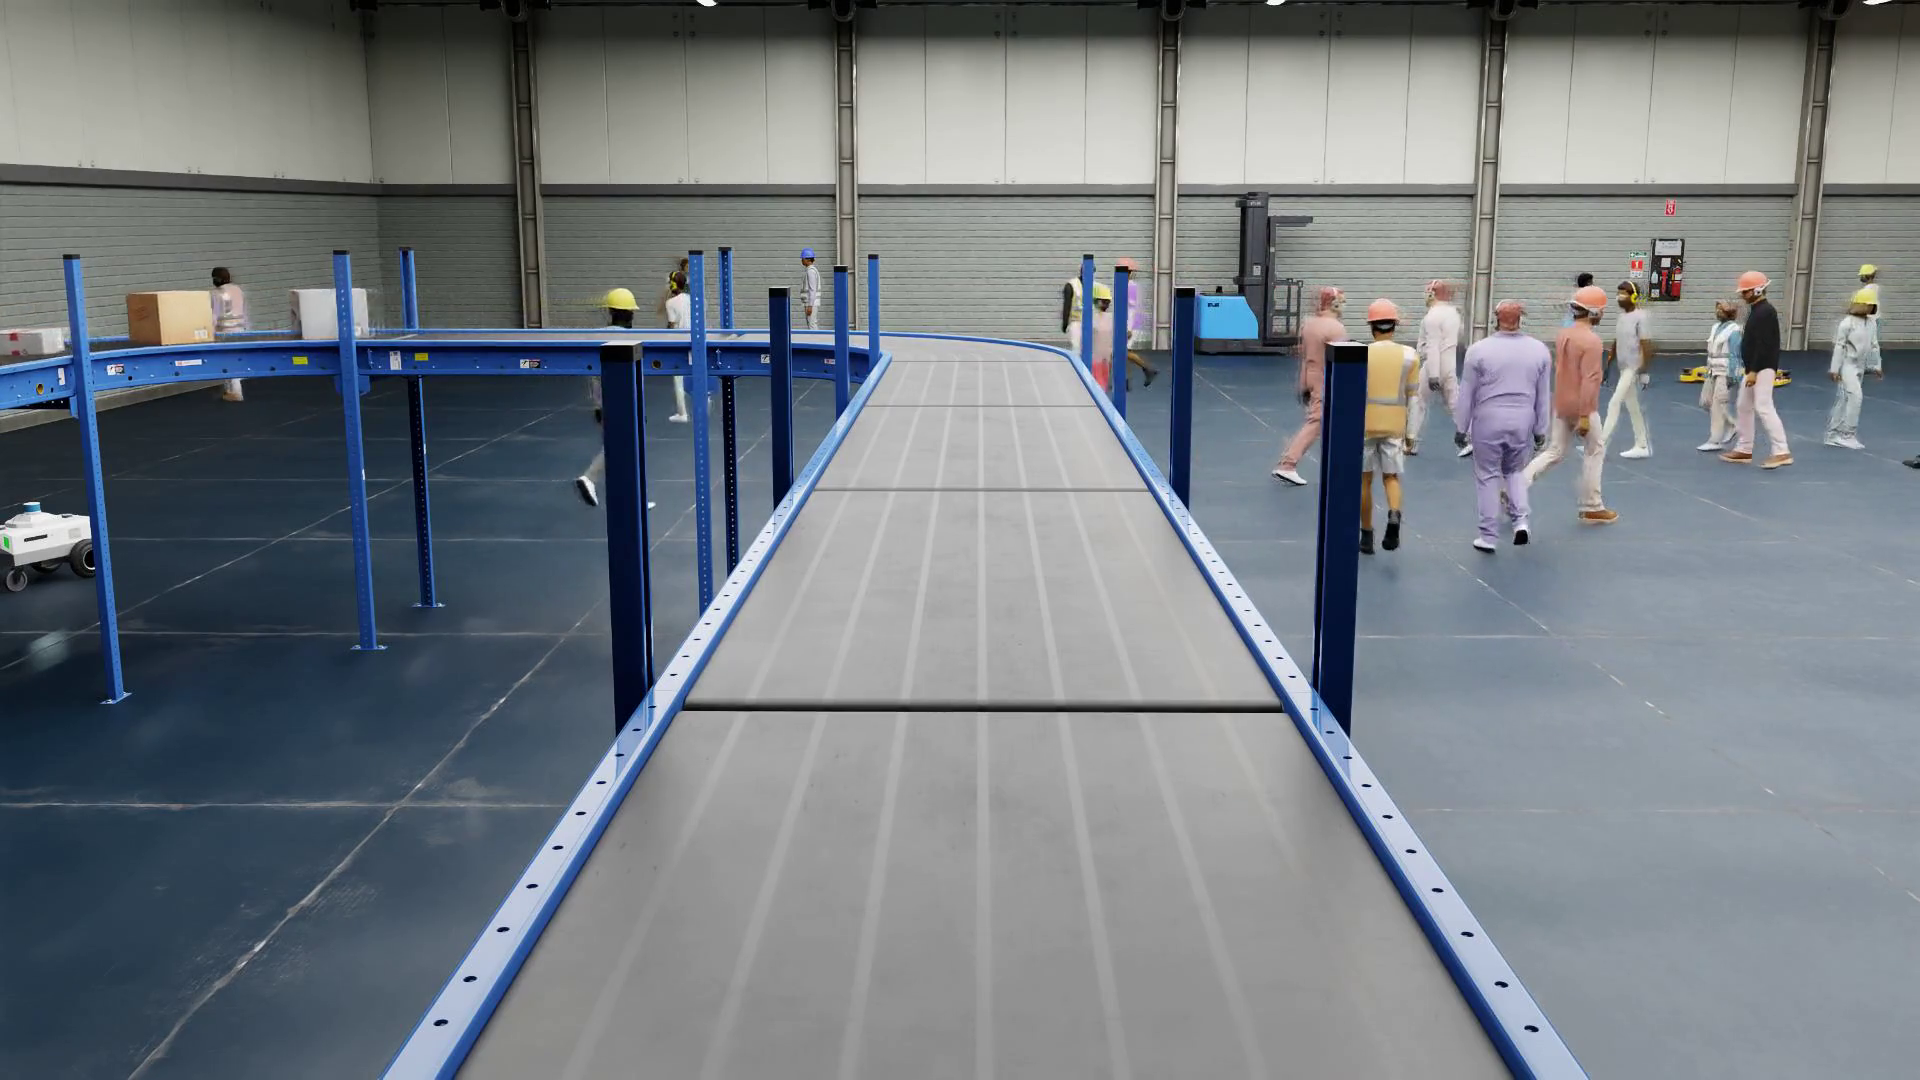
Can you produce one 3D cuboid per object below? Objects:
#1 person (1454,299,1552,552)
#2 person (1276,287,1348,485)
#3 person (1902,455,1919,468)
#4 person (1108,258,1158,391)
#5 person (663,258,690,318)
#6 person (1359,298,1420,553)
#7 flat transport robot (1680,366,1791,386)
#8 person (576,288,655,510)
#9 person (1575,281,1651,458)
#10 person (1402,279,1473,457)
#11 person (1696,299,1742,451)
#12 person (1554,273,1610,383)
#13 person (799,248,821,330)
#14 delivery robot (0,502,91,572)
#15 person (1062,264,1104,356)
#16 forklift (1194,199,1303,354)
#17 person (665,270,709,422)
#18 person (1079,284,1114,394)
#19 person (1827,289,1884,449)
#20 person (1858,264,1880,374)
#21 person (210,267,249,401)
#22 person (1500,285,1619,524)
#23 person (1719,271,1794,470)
[{"bbox_3d":[4.062,-0.856,12.516,0.658,1.893,0.413,-1,11,-4],"label":"person"},{"bbox_3d":[3.436,-1.444,15.639,1.009,1.862,0.655,-2,11,-10],"label":"person"},{"bbox_3d":[10.033,-1.629,16.492,0.972,1.895,0.556,3,11,13],"label":"person"},{"bbox_3d":[2.484,-3.102,23.991,0.612,1.918,0.557,-1,11,-3],"label":"person"},{"bbox_3d":[-4.923,-4.079,29.394,1.022,1.761,0.511,7,13,32],"label":"person"},{"bbox_3d":[3.115,-0.825,12.324,0.546,1.910,0.608,1,11,5],"label":"person"},{"bbox_3d":[11.766,-2.498,25.233,1.431,0.197,0.652,9,14,38],"label":"flat transport robot"},{"bbox_3d":[-2.912,-1.170,14.077,0.592,1.910,0.611,10,15,42],"label":"person"},{"bbox_3d":[6.822,-1.759,17.293,0.914,1.826,0.567,-1,11,-3],"label":"person"},{"bbox_3d":[5.065,-1.803,17.476,0.996,1.863,0.658,9,14,38],"label":"person"},{"bbox_3d":[8.210,-1.773,17.881,0.436,1.626,0.530,0,11,-2],"label":"person"},{"bbox_3d":[9.314,-3.138,24.836,0.552,1.661,0.841,-9,14,-39],"label":"person"},{"bbox_3d":[-2.657,-4.185,29.469,0.388,1.947,0.614,-1,11,-7],"label":"person"},{"bbox_3d":[-6.404,-0.018,11.514,0.477,0.478,0.707,5,12,23],"label":"delivery robot"},{"bbox_3d":[1.894,-3.259,25.039,0.650,1.819,0.626,-5,12,-25],"label":"person"},{"bbox_3d":[5.313,-4.851,30.603,1.873,2.768,1.129,0,11,1],"label":"forklift"},{"bbox_3d":[-3.356,-2.362,20.344,0.491,1.853,0.549,9,14,40],"label":"person"},{"bbox_3d":[1.581,-1.999,18.760,0.374,1.754,0.526,9,14,40],"label":"person"},{"bbox_3d":[9.760,-1.849,18.040,0.500,1.716,0.687,-6,12,-27],"label":"person"},{"bbox_3d":[14.509,-3.530,26.619,0.523,1.748,0.398,-10,15,-42],"label":"person"},{"bbox_3d":[-10.145,-2.812,22.743,0.685,1.814,0.656,2,11,8],"label":"person"},{"bbox_3d":[4.962,-1.101,13.611,0.936,1.959,0.622,-2,11,-11],"label":"person"},{"bbox_3d":[8.067,-1.705,16.741,0.585,1.953,0.835,3,11,13],"label":"person"}]
